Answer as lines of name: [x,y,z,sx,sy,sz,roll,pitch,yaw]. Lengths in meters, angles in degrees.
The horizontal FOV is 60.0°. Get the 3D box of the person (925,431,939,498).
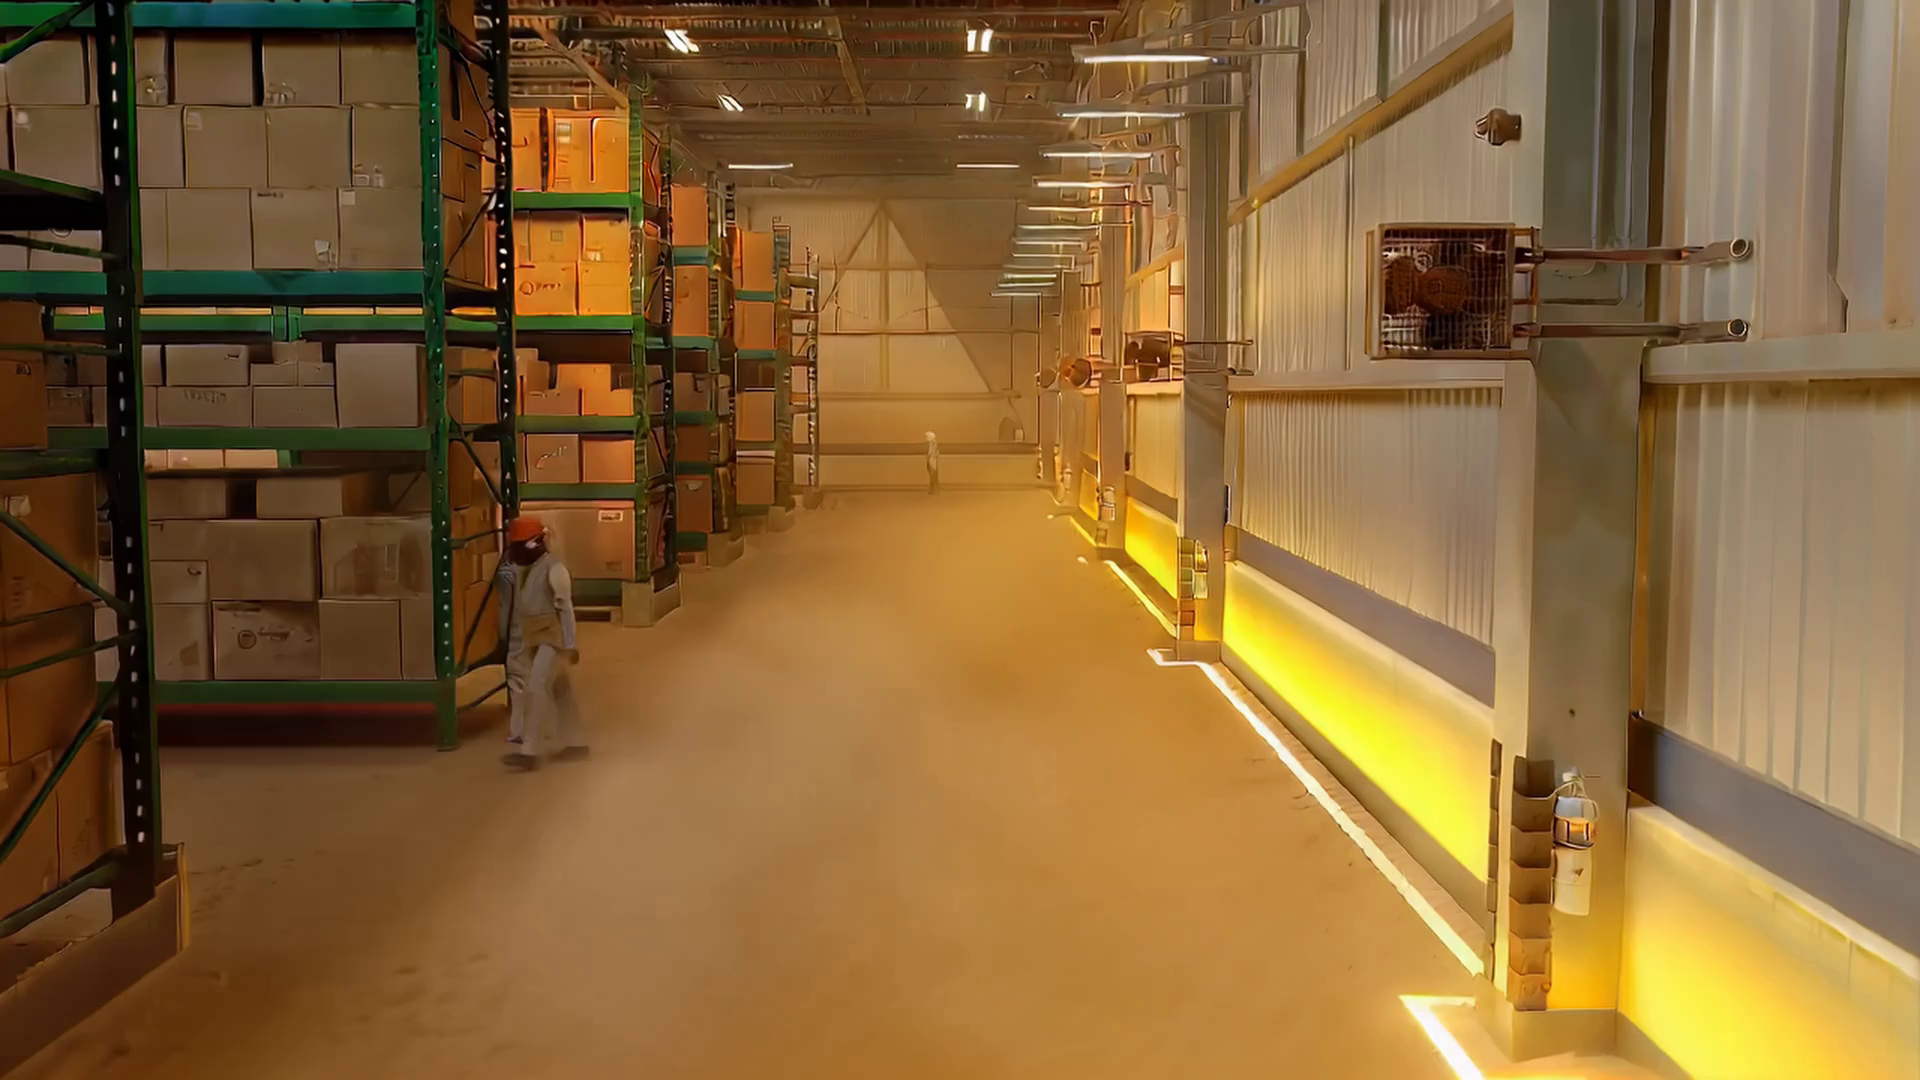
person: [-0.752,-1.971,43.434,0.356,1.744,0.565,-2,6,-27]

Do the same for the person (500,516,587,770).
person: [-3.028,0.725,11.804,0.805,1.782,0.617,-3,6,-35]

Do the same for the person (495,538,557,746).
person: [-3.258,0.736,12.545,0.315,1.632,0.518,5,7,43]
